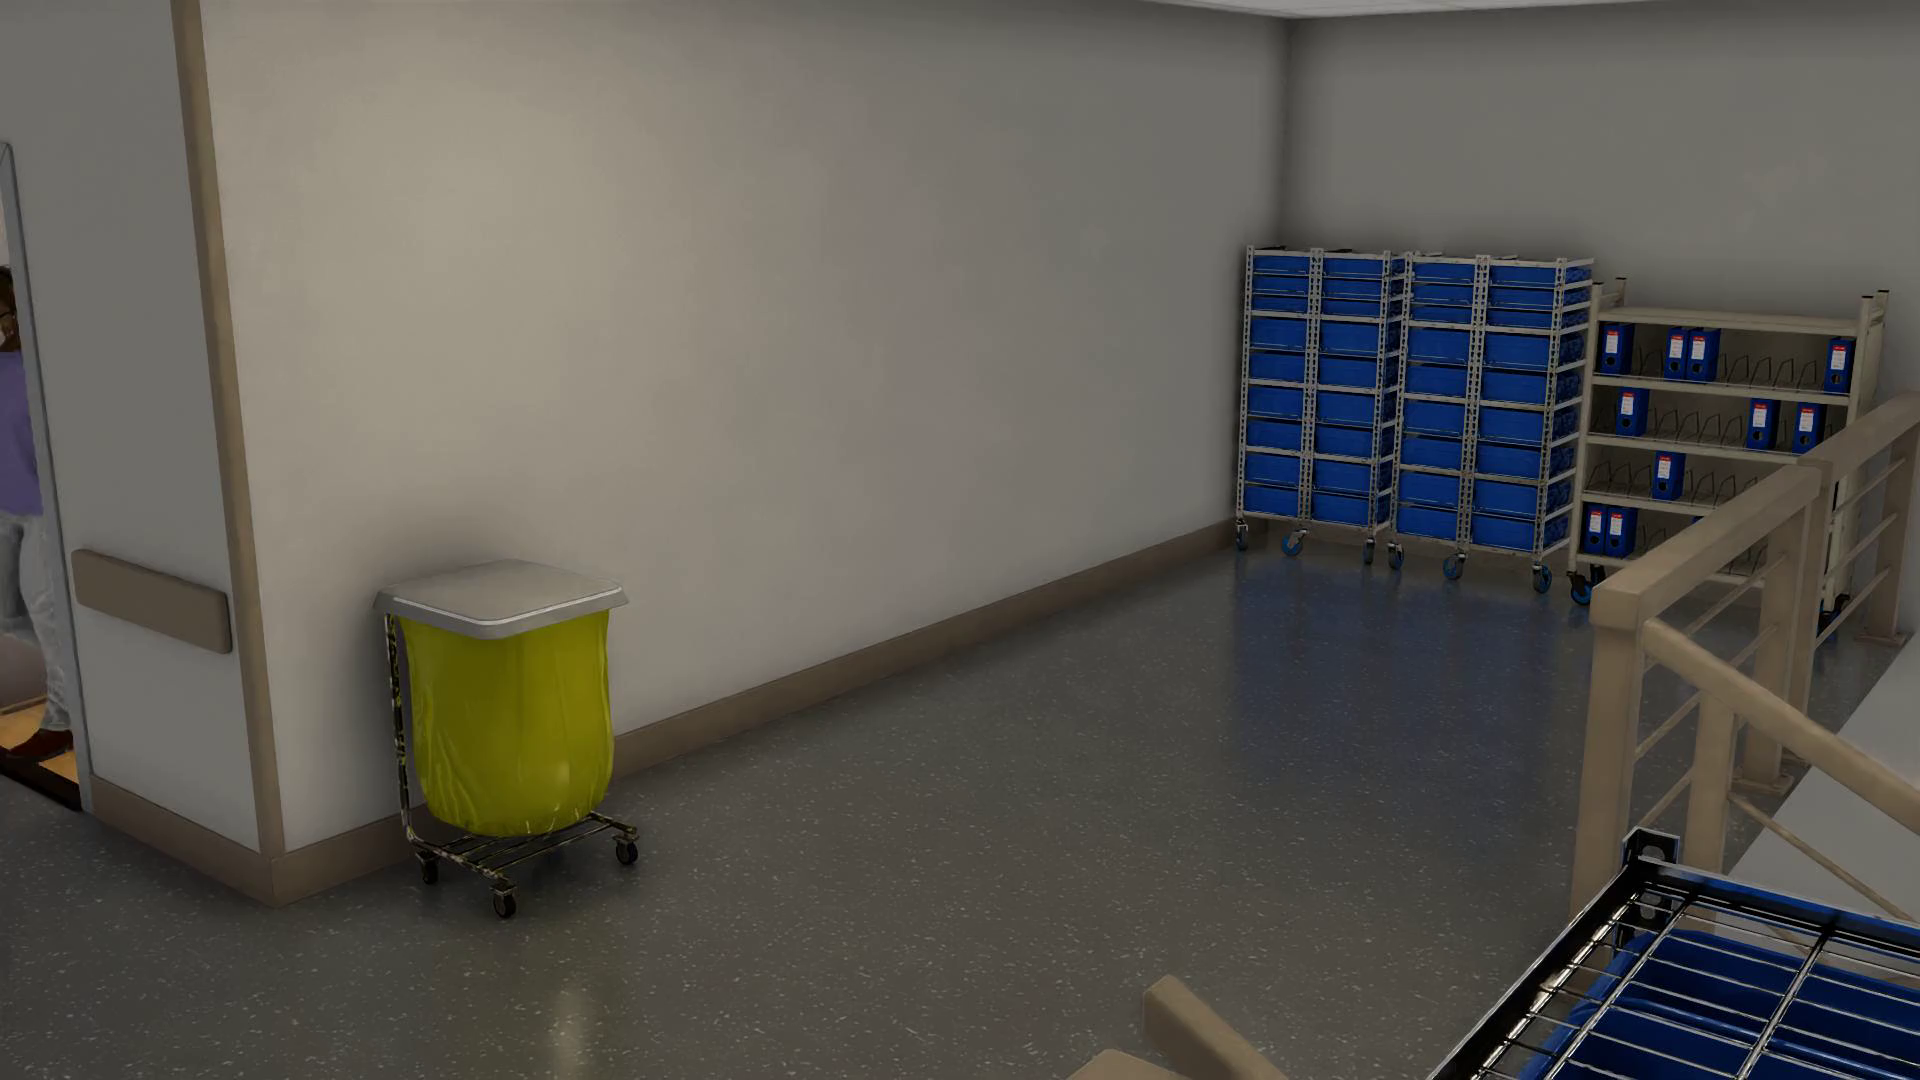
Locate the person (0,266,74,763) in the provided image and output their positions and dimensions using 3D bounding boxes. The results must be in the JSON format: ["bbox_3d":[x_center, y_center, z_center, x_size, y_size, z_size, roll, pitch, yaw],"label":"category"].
[{"bbox_3d":[-3.474,-0.094,6.304,0.706,1.906,0.507,6,15,24],"label":"person"}]
